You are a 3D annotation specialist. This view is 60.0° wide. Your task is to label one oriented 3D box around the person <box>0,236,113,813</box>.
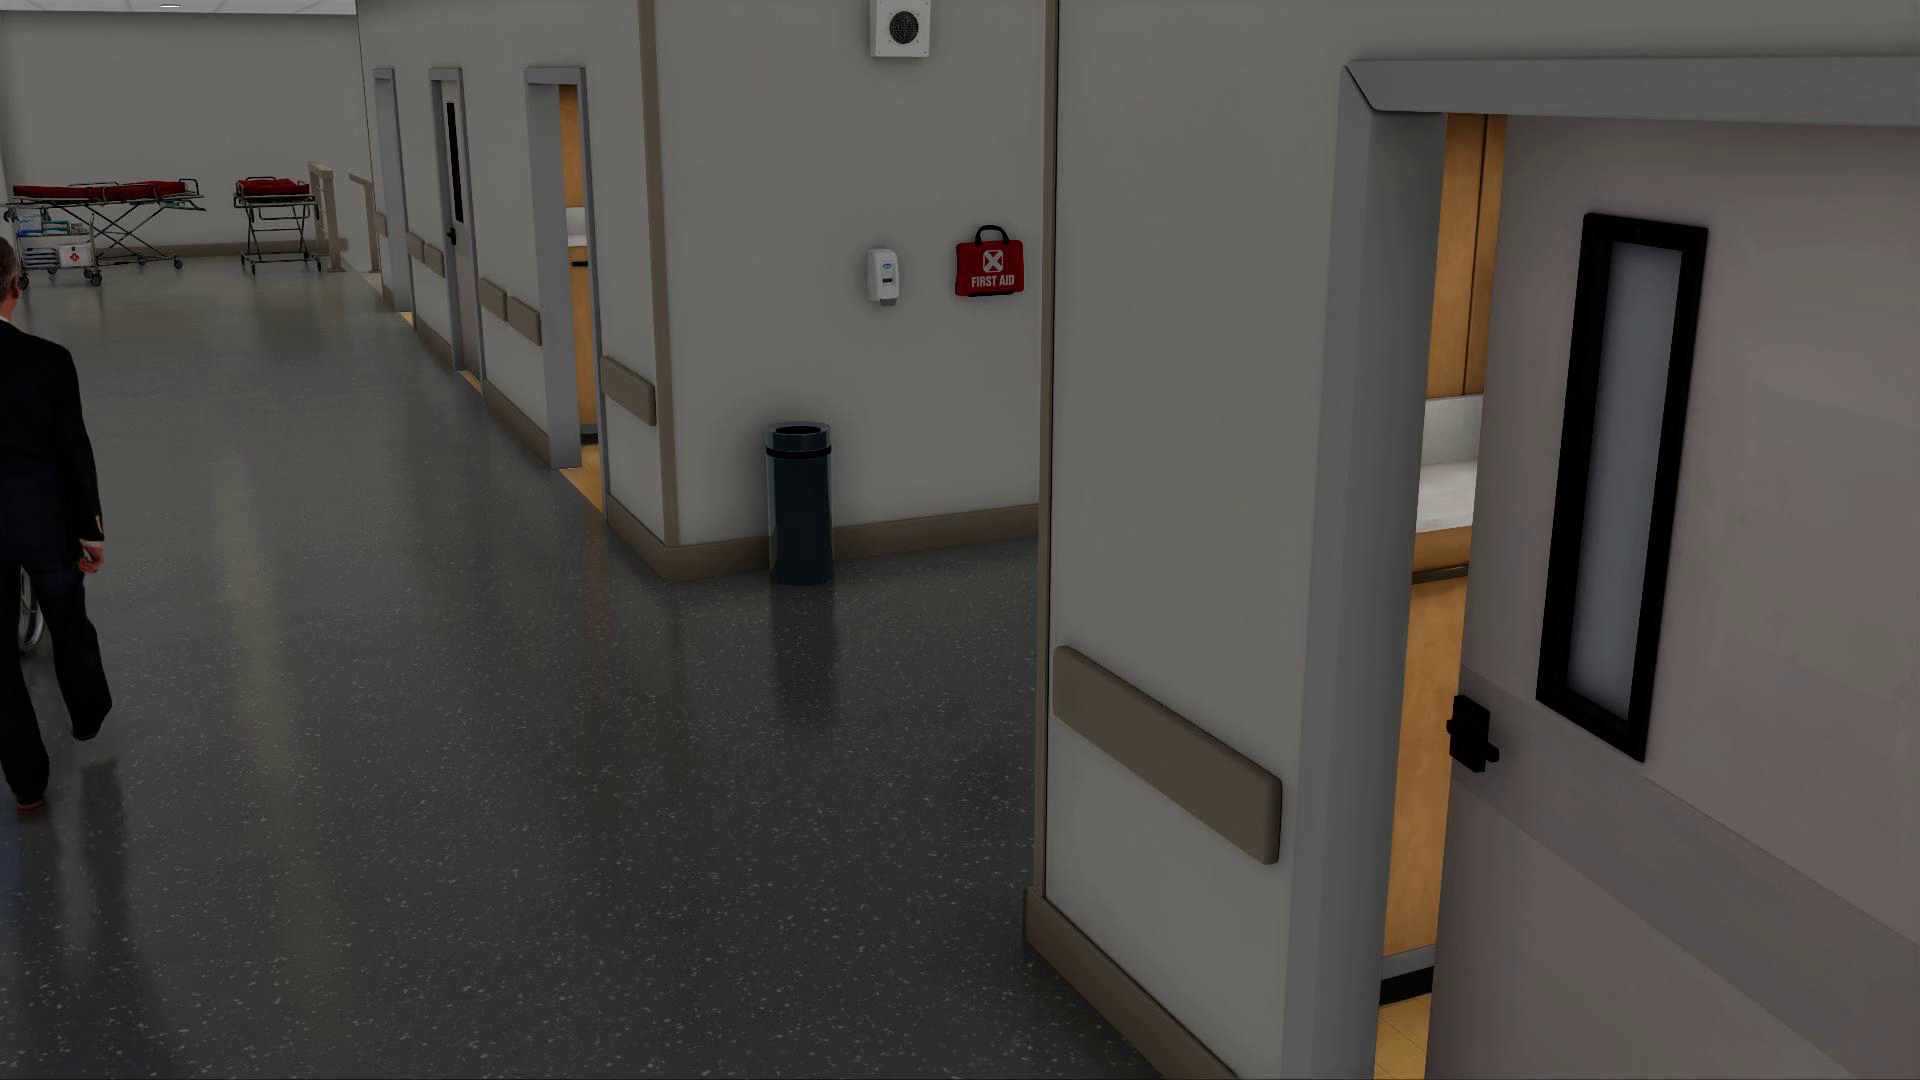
[{"bbox_3d":[-2.998,-0.022,5.217,0.755,1.780,1.083,-6,17,-21],"label":"person"}]
